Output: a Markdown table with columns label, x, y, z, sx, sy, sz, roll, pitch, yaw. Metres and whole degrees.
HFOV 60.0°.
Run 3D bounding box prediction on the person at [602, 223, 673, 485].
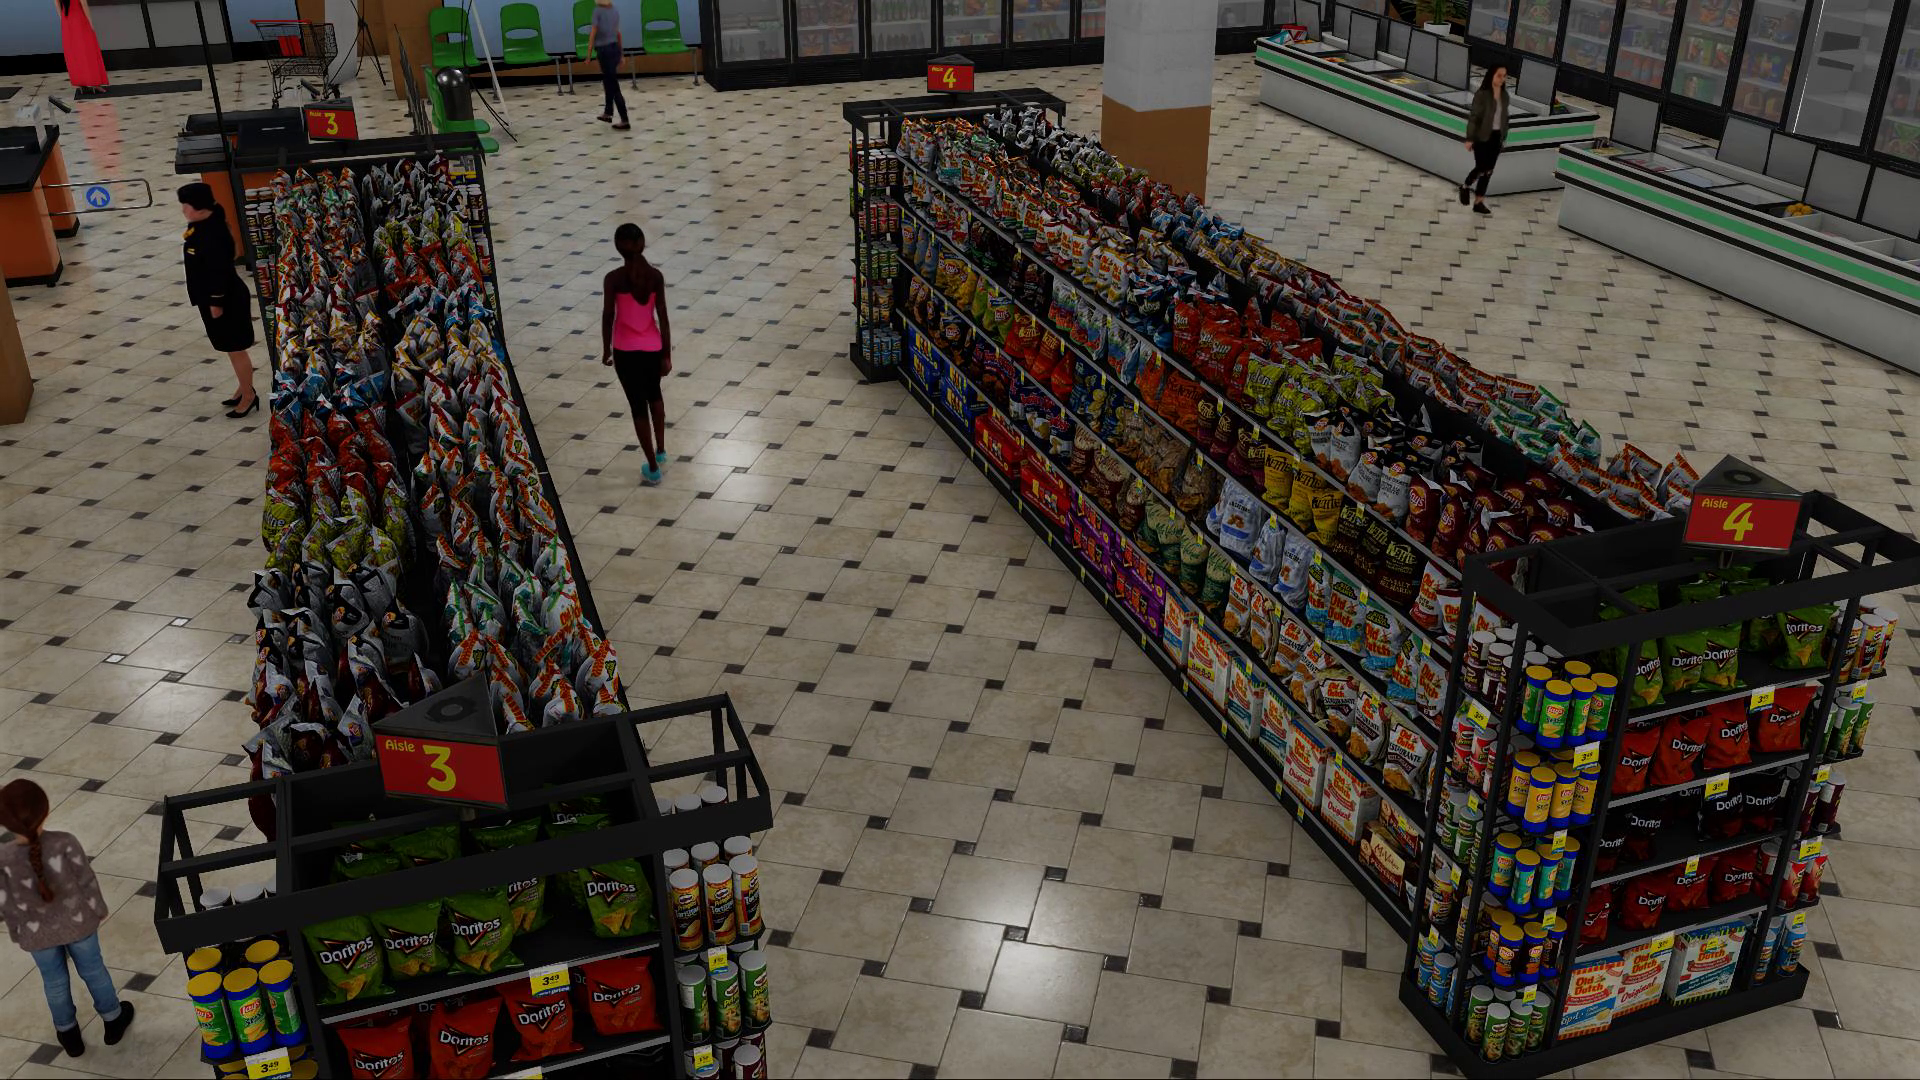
| label | x | y | z | sx | sy | sz | roll | pitch | yaw |
| --- | --- | --- | --- | --- | --- | --- | --- | --- | --- |
| person | -2.032 | -1.153 | 10.639 | 0.580 | 1.707 | 0.629 | -12 | 29 | -23 |

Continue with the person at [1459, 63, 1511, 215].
| label | x | y | z | sx | sy | sz | roll | pitch | yaw |
| --- | --- | --- | --- | --- | --- | --- | --- | --- | --- |
| person | 5.184 | -3.989 | 16.492 | 0.594 | 1.472 | 0.638 | -10 | 28 | -18 |

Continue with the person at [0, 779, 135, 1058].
| label | x | y | z | sx | sy | sz | roll | pitch | yaw |
| --- | --- | --- | --- | --- | --- | --- | --- | --- | --- |
| person | -3.350 | 1.406 | 6.165 | 0.494 | 1.190 | 0.483 | -12 | 29 | -22 |

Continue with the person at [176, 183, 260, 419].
| label | x | y | z | sx | sy | sz | roll | pitch | yaw |
| --- | --- | --- | --- | --- | --- | --- | --- | --- | --- |
| person | -5.209 | -1.694 | 11.751 | 0.769 | 1.667 | 0.584 | -12 | 29 | -23 |

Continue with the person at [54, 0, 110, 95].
| label | x | y | z | sx | sy | sz | roll | pitch | yaw |
| --- | --- | --- | --- | --- | --- | --- | --- | --- | --- |
| person | -11.380 | -6.626 | 21.410 | 0.703 | 1.727 | 0.710 | 3 | 27 | 5 |

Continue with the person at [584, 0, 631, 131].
| label | x | y | z | sx | sy | sz | roll | pitch | yaw |
| --- | --- | --- | --- | --- | --- | --- | --- | --- | --- |
| person | -4.066 | -5.686 | 19.588 | 0.957 | 1.699 | 0.885 | 13 | 29 | 23 |
